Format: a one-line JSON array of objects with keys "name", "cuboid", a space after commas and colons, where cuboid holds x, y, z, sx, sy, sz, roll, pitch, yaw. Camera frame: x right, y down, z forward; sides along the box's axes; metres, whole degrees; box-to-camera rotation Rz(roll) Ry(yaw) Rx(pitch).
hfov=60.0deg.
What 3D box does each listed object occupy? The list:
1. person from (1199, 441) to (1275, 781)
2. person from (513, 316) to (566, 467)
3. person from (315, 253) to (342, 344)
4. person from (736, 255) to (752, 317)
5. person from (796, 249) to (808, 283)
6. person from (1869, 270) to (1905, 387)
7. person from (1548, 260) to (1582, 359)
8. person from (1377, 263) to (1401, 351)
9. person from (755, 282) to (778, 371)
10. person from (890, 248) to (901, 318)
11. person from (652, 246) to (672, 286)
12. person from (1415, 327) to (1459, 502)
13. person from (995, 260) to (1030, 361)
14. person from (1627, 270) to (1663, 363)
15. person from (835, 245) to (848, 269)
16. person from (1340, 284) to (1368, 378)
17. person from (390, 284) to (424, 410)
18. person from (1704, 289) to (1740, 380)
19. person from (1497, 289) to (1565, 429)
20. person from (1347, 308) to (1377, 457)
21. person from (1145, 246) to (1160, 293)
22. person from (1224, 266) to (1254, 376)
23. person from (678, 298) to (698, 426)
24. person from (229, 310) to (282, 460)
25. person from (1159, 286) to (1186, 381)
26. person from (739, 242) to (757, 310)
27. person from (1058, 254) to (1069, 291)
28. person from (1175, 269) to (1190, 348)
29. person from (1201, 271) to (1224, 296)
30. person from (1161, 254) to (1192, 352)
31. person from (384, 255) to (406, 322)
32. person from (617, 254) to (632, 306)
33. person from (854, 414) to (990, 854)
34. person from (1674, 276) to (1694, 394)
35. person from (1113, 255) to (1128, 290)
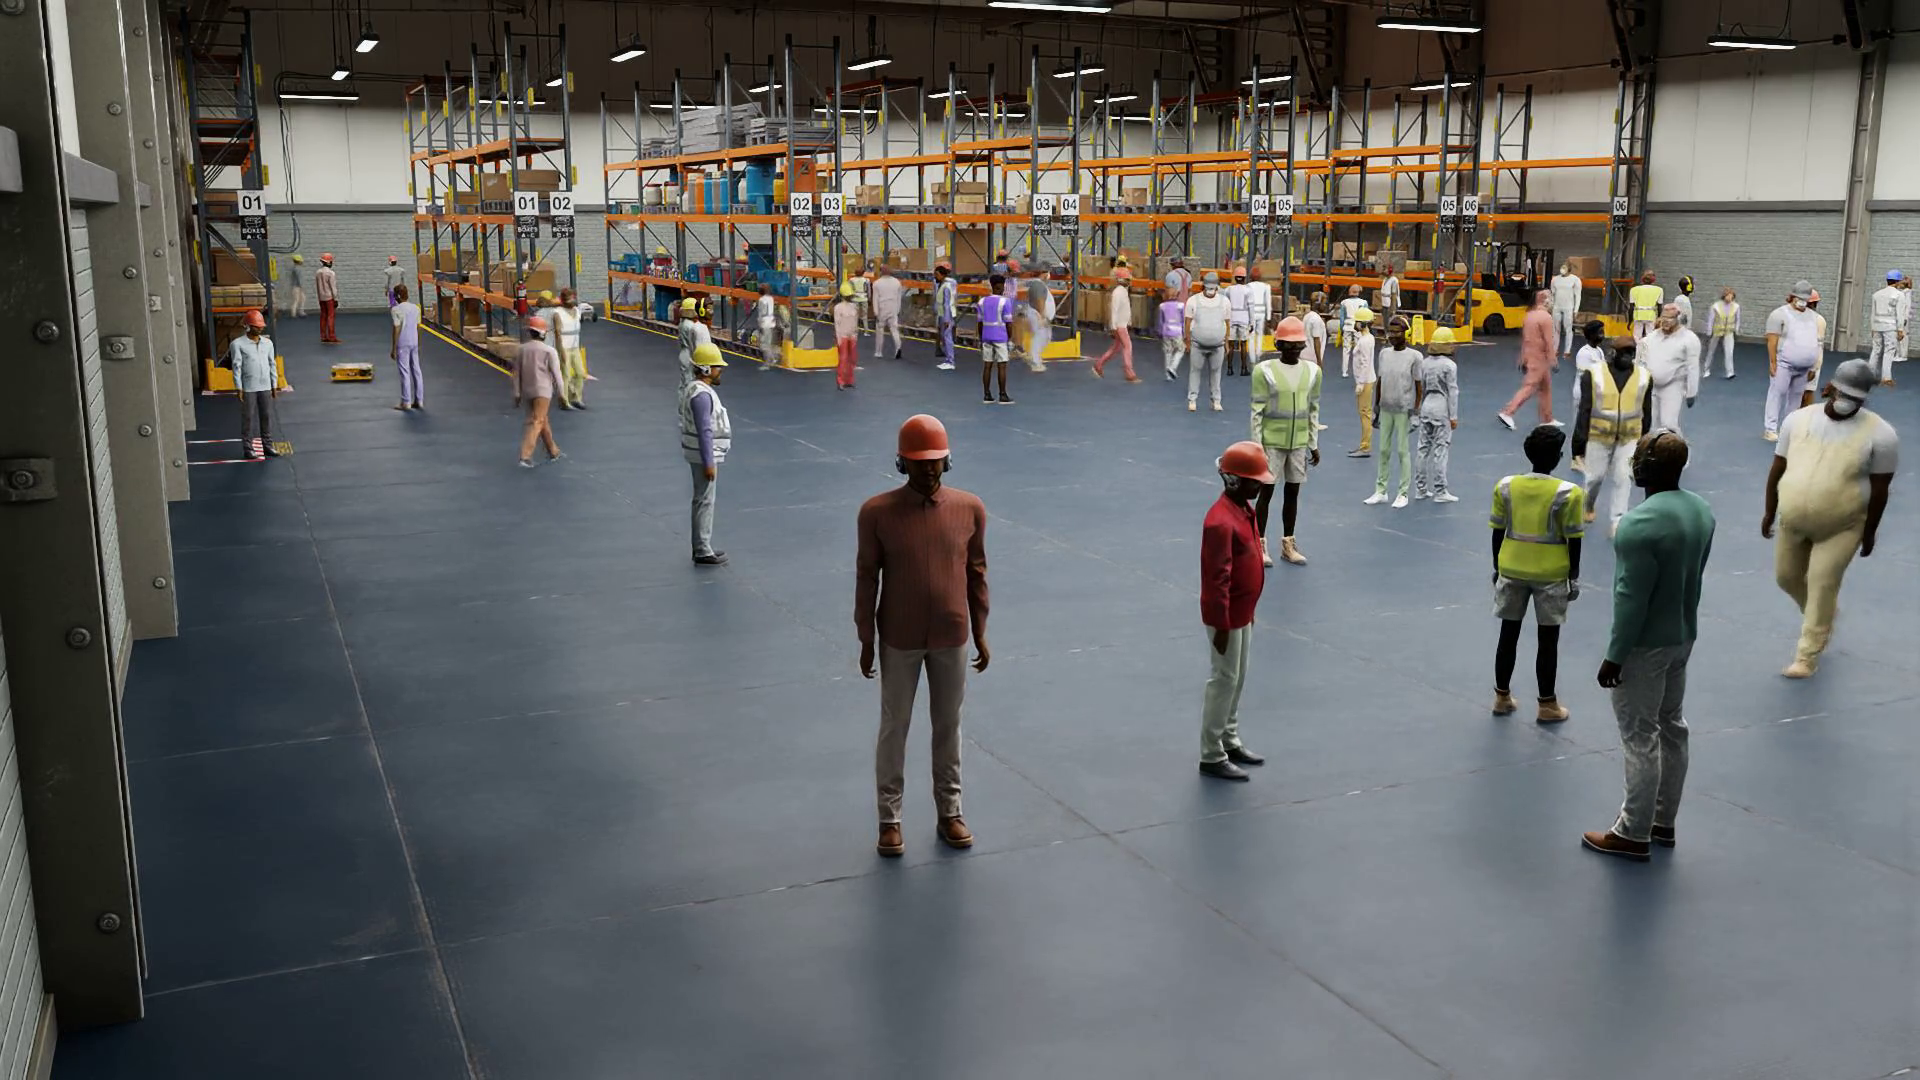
[{"name": "person", "cuboid": [1.411, 0.356, 8.494, 0.351, 1.739, 0.573, 4, 12, 22]}, {"name": "person", "cuboid": [-4.828, -1.706, 19.072, 0.577, 1.703, 0.913, 5, 12, 25]}, {"name": "person", "cuboid": [-13.957, -5.329, 36.758, 0.625, 1.991, 0.404, 7, 13, 32]}, {"name": "person", "cuboid": [-6.121, -7.119, 46.591, 0.537, 1.721, 0.908, -6, 13, -29]}, {"name": "person", "cuboid": [-5.054, -8.280, 52.378, 0.578, 1.738, 0.354, -2, 11, -12]}, {"name": "person", "cuboid": [15.439, -3.520, 27.688, 0.415, 1.940, 0.611, -3, 12, -17]}, {"name": "person", "cuboid": [11.987, -4.573, 33.034, 0.355, 1.937, 0.634, -11, 15, -44]}, {"name": "person", "cuboid": [8.956, -4.837, 34.648, 0.387, 1.837, 0.560, -2, 11, -8]}, {"name": "person", "cuboid": [-3.530, -3.890, 30.355, 0.376, 1.626, 0.530, 4, 12, 20]}, {"name": "person", "cuboid": [-1.821, -7.087, 45.878, 0.408, 1.913, 0.641, -5, 12, -24]}, {"name": "person", "cuboid": [-8.770, -7.678, 48.907, 0.637, 1.903, 0.577, -2, 11, -12]}, {"name": "person", "cuboid": [4.805, -1.256, 16.682, 0.316, 1.742, 0.488, -7, 13, -32]}, {"name": "person", "cuboid": [0.948, -4.450, 32.358, 1.073, 1.957, 0.687, 7, 13, 32]}, {"name": "person", "cuboid": [12.406, -3.958, 30.141, 0.575, 1.843, 0.374, 4, 12, 22]}, {"name": "person", "cuboid": [-3.591, -8.228, 51.743, 0.586, 1.882, 0.343, 4, 12, 21]}, {"name": "person", "cuboid": [6.893, -3.649, 29.099, 0.511, 1.640, 0.308, 7, 13, 33]}, {"name": "person", "cuboid": [-8.133, -2.828, 24.414, 0.346, 1.842, 0.506, 7, 13, 31]}, {"name": "person", "cuboid": [13.270, -3.574, 28.931, 0.528, 1.547, 0.994, 2, 11, 8]}, {"name": "person", "cuboid": [7.678, -2.411, 22.237, 0.942, 1.869, 0.647, 0, 11, 0]}, {"name": "person", "cuboid": [4.756, -1.858, 19.671, 0.317, 1.769, 0.523, 3, 12, 17]}, {"name": "person", "cuboid": [4.897, -6.447, 42.330, 0.413, 2.036, 0.606, -3, 11, -14]}, {"name": "person", "cuboid": [4.945, -3.873, 29.478, 0.551, 1.934, 0.362, 5, 12, 23]}, {"name": "person", "cuboid": [-3.636, -2.390, 22.434, 0.323, 1.743, 0.489, -6, 12, -27]}, {"name": "person", "cuboid": [-8.259, -1.820, 19.541, 0.349, 1.743, 0.564, 7, 13, 33]}, {"name": "person", "cuboid": [3.654, -3.532, 28.537, 0.533, 1.622, 0.368, 6, 13, 29]}, {"name": "person", "cuboid": [-6.298, -7.854, 49.486, 0.619, 2.029, 0.410, 3, 11, 14]}, {"name": "person", "cuboid": [3.196, -7.804, 50.212, 0.515, 1.641, 0.314, -2, 11, -11]}, {"name": "person", "cuboid": [4.750, -4.935, 35.513, 0.319, 1.689, 0.539, -2, 11, -11]}, {"name": "person", "cuboid": [5.069, -4.533, 33.361, 0.483, 1.728, 0.649, -2, 11, -9]}, {"name": "person", "cuboid": [4.487, -4.957, 34.723, 0.684, 2.000, 0.535, -9, 15, -40]}, {"name": "person", "cuboid": [-14.931, -6.634, 43.970, 0.559, 1.755, 0.320, -9, 14, -38]}, {"name": "person", "cuboid": [-9.314, -7.071, 46.226, 0.434, 1.740, 0.532, -1, 11, -4]}, {"name": "person", "cuboid": [-0.160, 0.424, 7.494, 0.626, 1.992, 0.387, -3, 12, -15]}, {"name": "person", "cuboid": [11.559, -3.275, 26.595, 0.316, 1.875, 0.531, 2, 11, 9]}, {"name": "person", "cuboid": [4.220, -6.544, 43.485, 0.316, 1.769, 0.524, -8, 14, -35]}]
